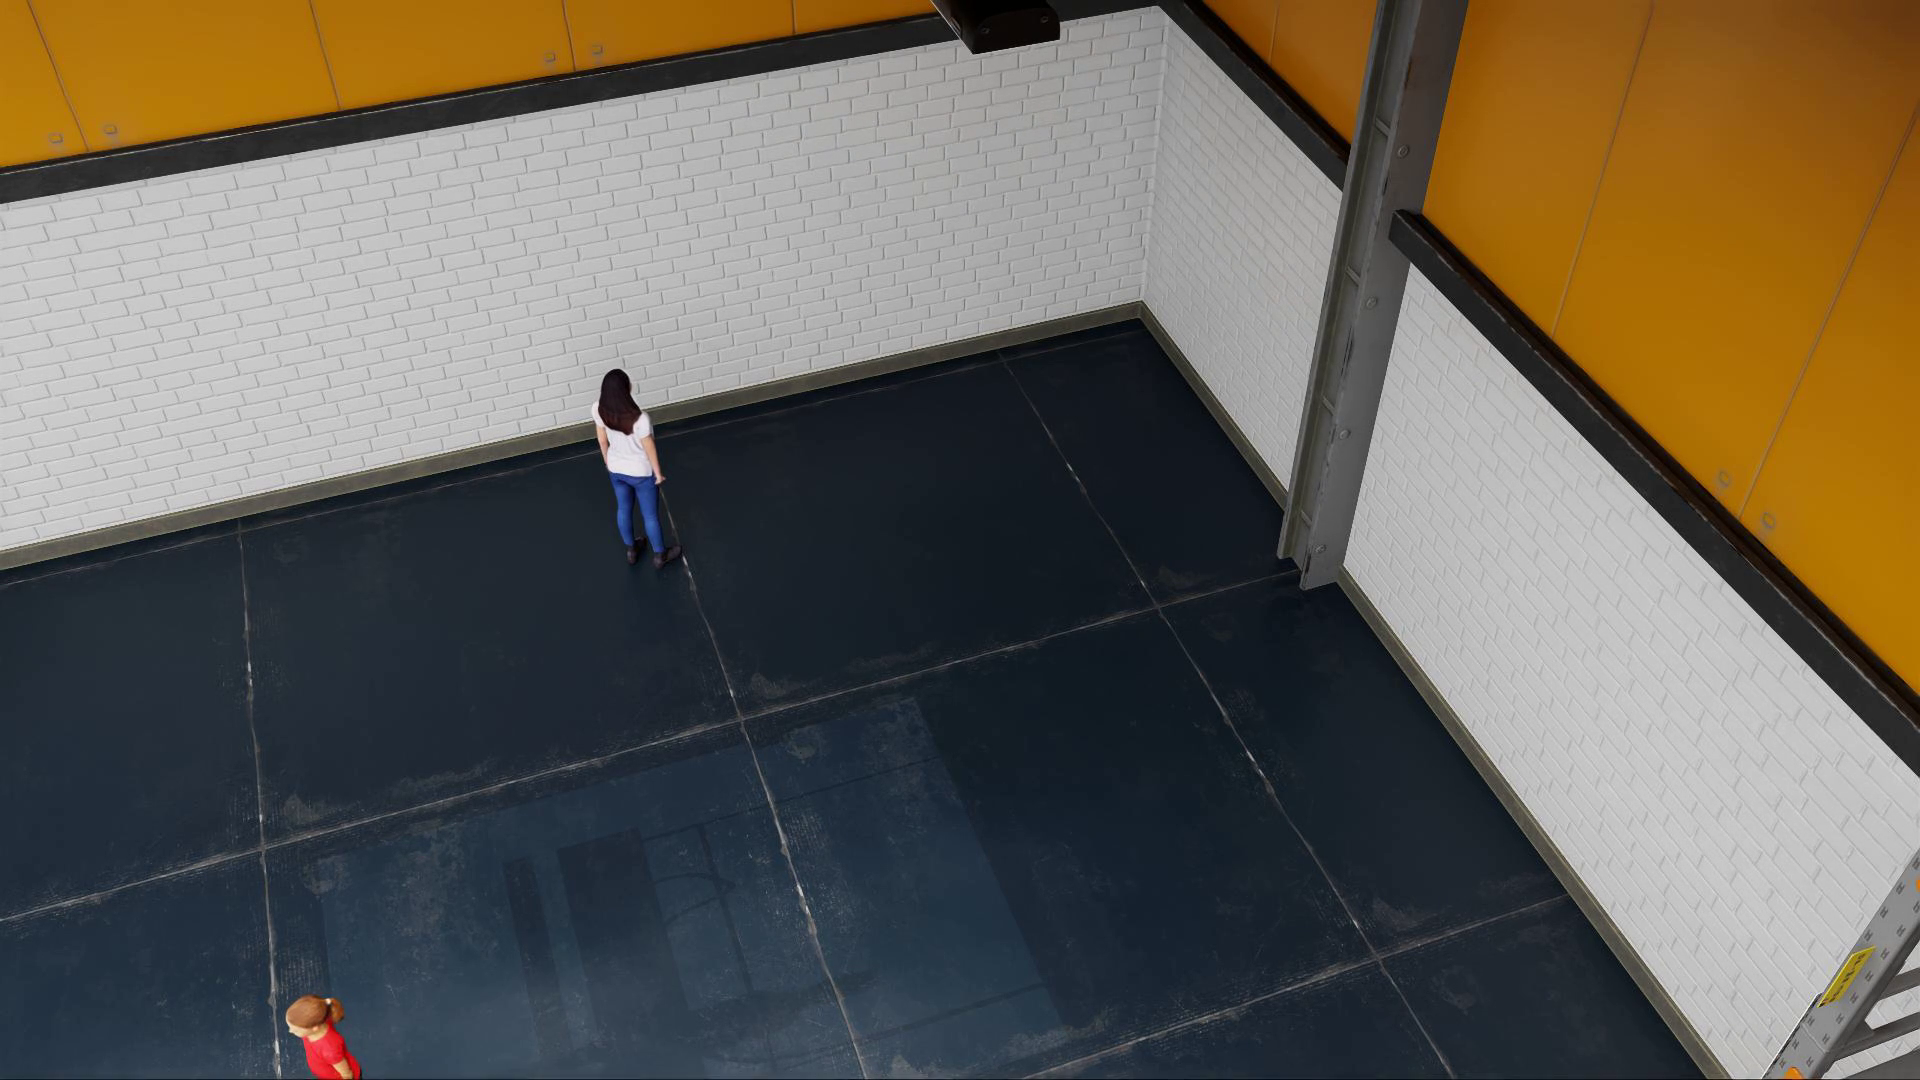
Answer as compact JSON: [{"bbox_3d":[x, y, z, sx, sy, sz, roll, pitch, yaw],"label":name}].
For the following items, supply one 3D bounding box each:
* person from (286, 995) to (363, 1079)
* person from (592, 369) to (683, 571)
[{"bbox_3d":[-3.113,2.673,8.367,0.615,1.309,0.516,-33,53,-30],"label":"person"},{"bbox_3d":[-2.247,-0.466,11.389,0.675,1.685,0.731,17,46,17],"label":"person"}]
